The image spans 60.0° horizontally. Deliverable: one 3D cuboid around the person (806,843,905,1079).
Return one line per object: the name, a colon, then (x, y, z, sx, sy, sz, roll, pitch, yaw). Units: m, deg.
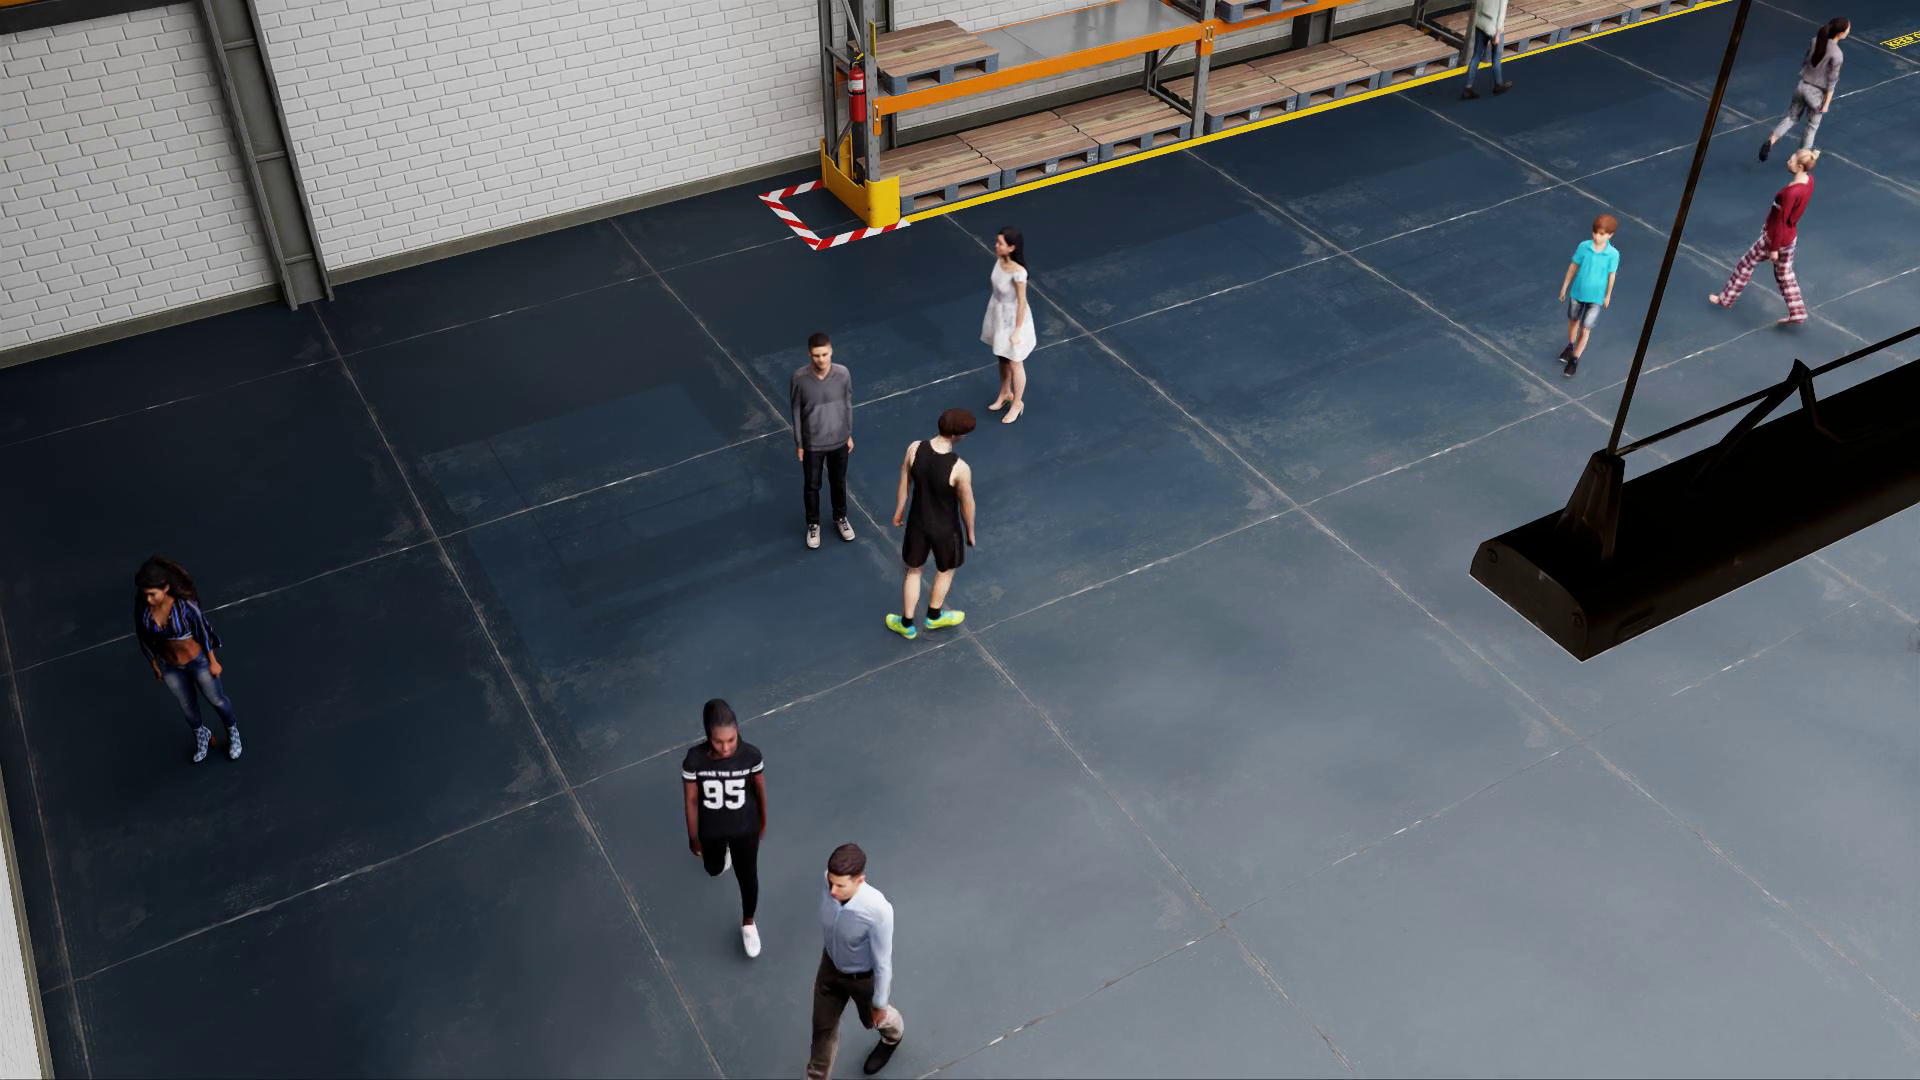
person: (-0.488, 2.185, 8.572, 0.889, 1.821, 1.129, 28, 46, 30)

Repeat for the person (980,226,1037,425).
person: (0.399, -1.753, 13.541, 0.658, 1.774, 0.669, -16, 41, -19)

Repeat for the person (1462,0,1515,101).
person: (5.884, -5.726, 18.631, 0.874, 1.630, 0.588, -19, 42, -22)

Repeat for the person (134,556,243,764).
person: (-4.881, 0.772, 10.505, 0.629, 1.618, 0.754, -4, 39, -4)

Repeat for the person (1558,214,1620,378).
person: (5.440, -2.165, 14.329, 0.673, 1.434, 0.802, 27, 46, 30)

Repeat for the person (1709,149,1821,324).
person: (7.361, -2.660, 14.771, 1.088, 1.656, 0.857, -31, 48, -33)

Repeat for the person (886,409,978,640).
person: (-0.213, -0.099, 11.407, 0.893, 1.851, 0.898, 9, 40, 12)

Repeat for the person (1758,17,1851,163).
person: (8.741, -4.593, 17.186, 0.922, 1.663, 0.731, -13, 40, -15)

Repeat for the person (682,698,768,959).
person: (-1.331, 1.560, 9.441, 1.026, 1.713, 0.908, -5, 39, -7)

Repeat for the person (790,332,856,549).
person: (-1.006, -0.753, 12.299, 0.554, 1.761, 0.723, -11, 40, -13)
